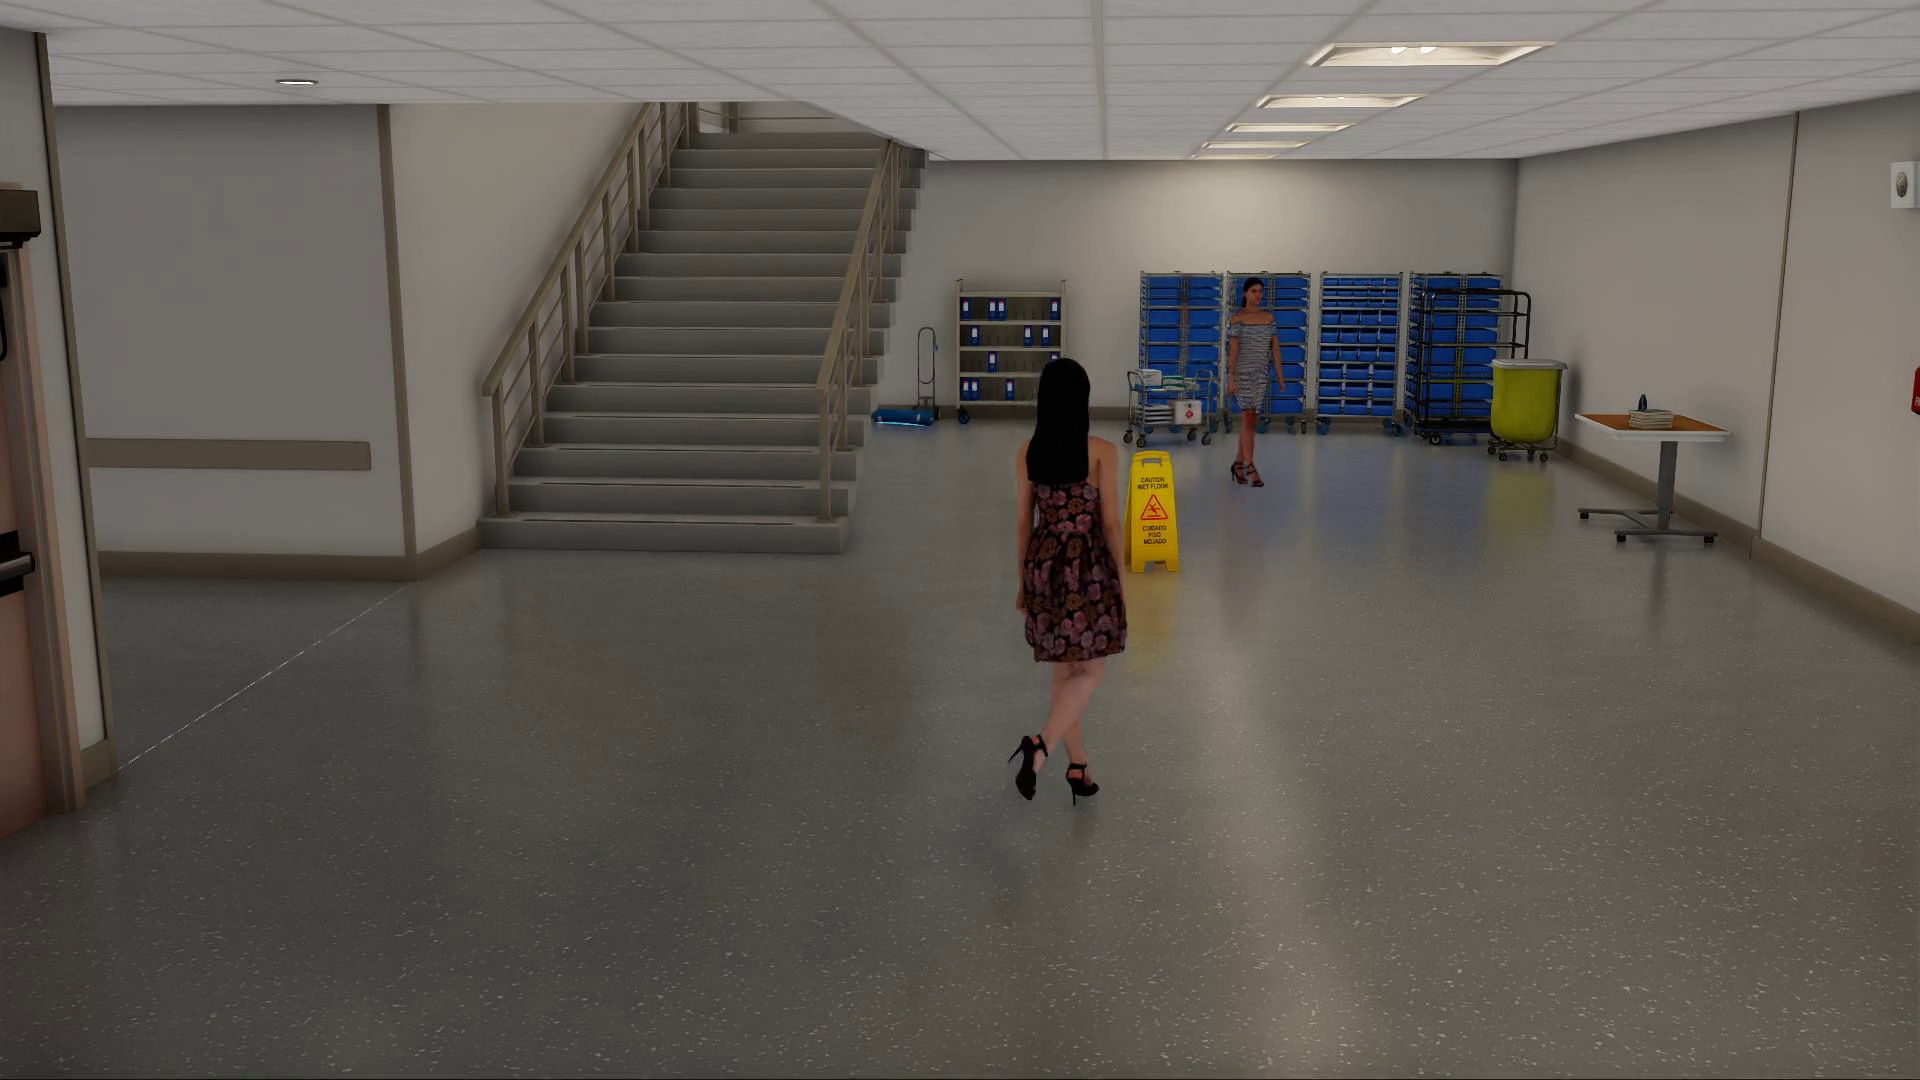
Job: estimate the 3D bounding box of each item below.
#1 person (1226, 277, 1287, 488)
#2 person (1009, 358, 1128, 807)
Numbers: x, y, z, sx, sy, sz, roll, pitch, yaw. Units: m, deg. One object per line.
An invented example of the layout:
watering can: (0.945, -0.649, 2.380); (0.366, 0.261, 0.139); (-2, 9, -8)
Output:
person: (2.485, -1.368, 14.492); (0.821, 1.799, 0.938); (-5, 12, -25)
person: (0.390, 0.218, 6.245); (0.851, 1.759, 1.080); (5, 12, 25)
